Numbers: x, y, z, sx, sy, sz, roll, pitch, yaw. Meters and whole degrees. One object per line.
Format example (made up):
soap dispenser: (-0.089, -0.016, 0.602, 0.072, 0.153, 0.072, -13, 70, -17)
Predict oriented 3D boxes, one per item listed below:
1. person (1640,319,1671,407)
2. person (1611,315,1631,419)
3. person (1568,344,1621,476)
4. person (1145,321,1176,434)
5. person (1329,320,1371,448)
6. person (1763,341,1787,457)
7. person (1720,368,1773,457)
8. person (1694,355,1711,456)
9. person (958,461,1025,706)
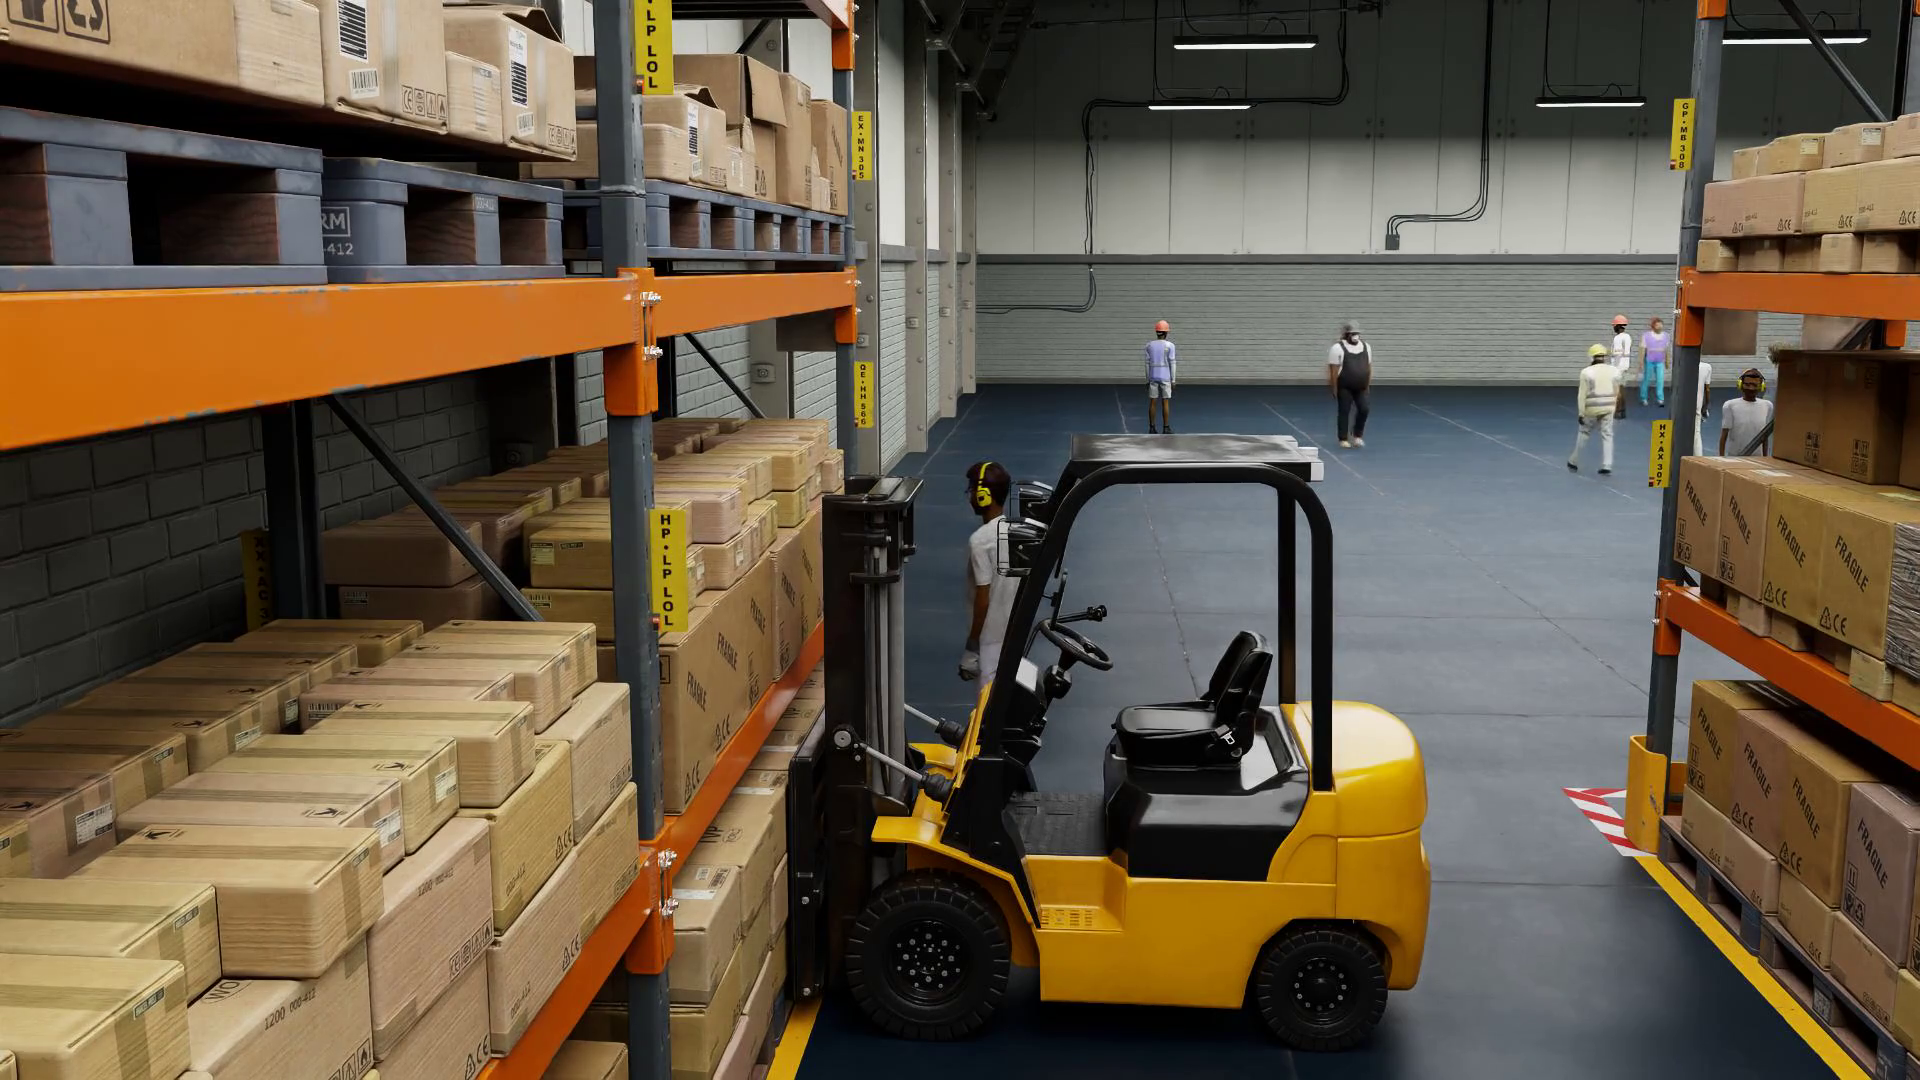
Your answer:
person: (14.115, -3.594, 33.769, 0.605, 1.795, 0.935, 0, 9, 1)
person: (12.299, -3.224, 31.094, 0.375, 1.935, 0.551, 8, 13, 41)
person: (8.742, -1.790, 22.862, 0.609, 1.806, 0.678, 0, 9, -2)
person: (3.398, -2.731, 28.106, 0.546, 1.938, 0.363, 5, 11, 29)
person: (6.146, -2.449, 26.081, 0.700, 2.000, 0.561, -2, 10, -10)
person: (10.307, -1.549, 20.995, 0.643, 1.915, 0.491, -8, 12, -41)
person: (7.722, -0.756, 16.364, 0.530, 1.862, 0.314, 0, 9, -2)
person: (9.887, -1.781, 22.552, 0.538, 1.869, 0.313, 0, 9, -2)
person: (0.159, 0.519, 8.633, 0.328, 1.867, 0.509, 5, 11, 28)
